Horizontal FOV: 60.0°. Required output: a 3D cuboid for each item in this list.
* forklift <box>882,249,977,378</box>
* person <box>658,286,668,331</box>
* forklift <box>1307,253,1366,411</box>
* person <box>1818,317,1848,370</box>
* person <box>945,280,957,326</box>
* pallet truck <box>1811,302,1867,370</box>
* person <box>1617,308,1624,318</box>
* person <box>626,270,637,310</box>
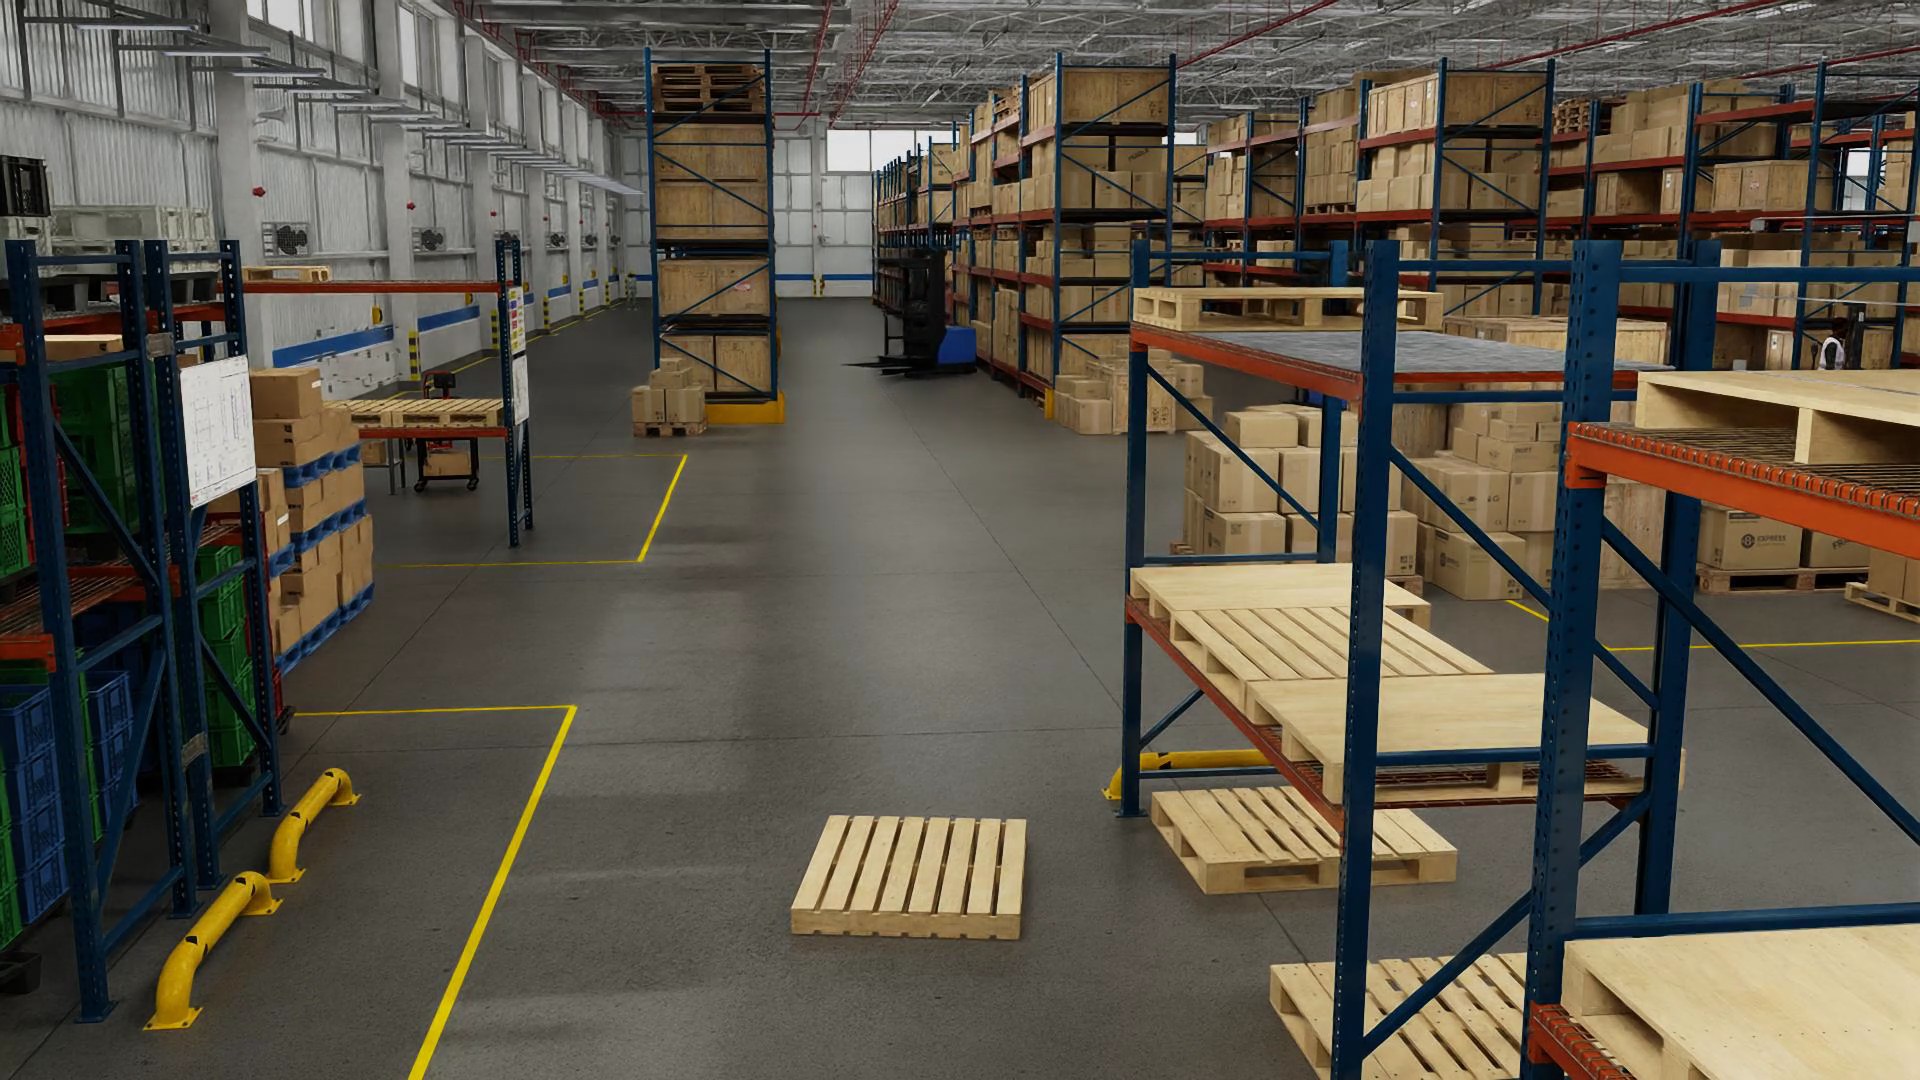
[{"bbox_3d":[-0.653,-5.058,36.958,1.873,2.768,1.129,-6,12,-32],"label":"forklift"},{"bbox_3d":[-9.875,-7.871,55.518,0.576,1.815,0.903,-3,11,-14],"label":"person"},{"bbox_3d":[6.430,-3.421,27.887,1.129,2.768,1.873,-1,10,-6],"label":"forklift"},{"bbox_3d":[12.855,-2.335,24.577,0.393,1.910,0.589,6,12,31],"label":"person"},{"bbox_3d":[-0.313,-6.749,49.146,0.958,1.869,0.639,-1,10,-8],"label":"person"},{"bbox_3d":[15.846,-3.142,28.793,1.885,1.965,0.823,2,10,12],"label":"pallet truck"},{"bbox_3d":[11.598,-3.186,29.485,0.621,1.837,0.429,10,14,43],"label":"person"},{"bbox_3d":[-14.196,-10.795,71.935,0.483,1.735,0.340,-7,13,-35],"label":"person"}]
